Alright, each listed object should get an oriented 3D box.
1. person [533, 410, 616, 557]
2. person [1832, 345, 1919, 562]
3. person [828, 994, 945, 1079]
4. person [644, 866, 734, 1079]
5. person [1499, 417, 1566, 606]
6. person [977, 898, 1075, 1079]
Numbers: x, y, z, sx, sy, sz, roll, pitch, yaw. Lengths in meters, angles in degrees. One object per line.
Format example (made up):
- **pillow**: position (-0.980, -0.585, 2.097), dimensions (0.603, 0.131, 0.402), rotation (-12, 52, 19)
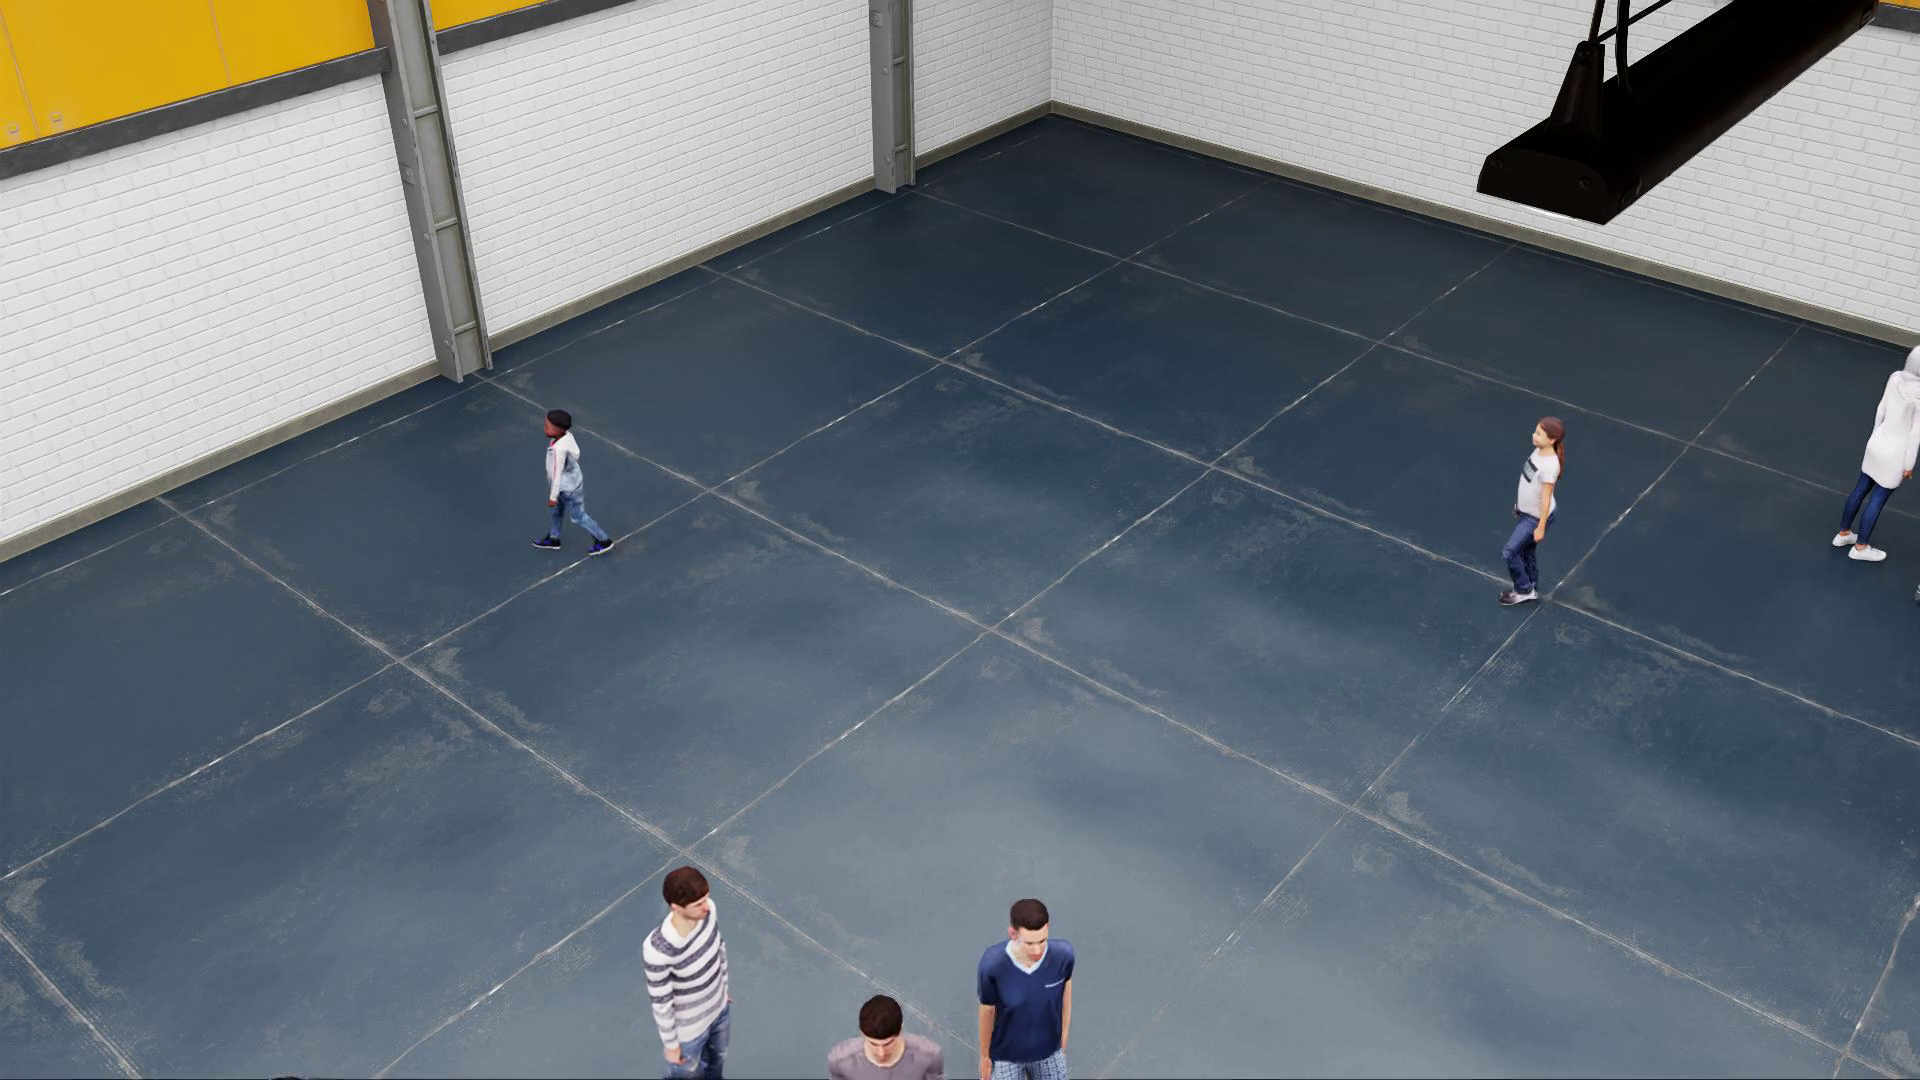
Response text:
- **person**: position (-2.945, -0.422, 12.663), dimensions (0.885, 1.248, 0.837), rotation (-3, 34, -4)
- **person**: position (7.014, -0.671, 12.561), dimensions (0.747, 1.775, 0.698), rotation (-5, 34, -7)
- **person**: position (-0.298, 2.641, 7.535), dimensions (1.100, 1.824, 1.144), rotation (-4, 34, -6)
- **person**: position (-1.306, 2.277, 8.063), dimensions (0.733, 1.846, 0.509), rotation (19, 38, 26)
- **person**: position (4.232, -0.195, 12.053), dimensions (0.743, 1.545, 0.678), rotation (2, 34, 2)
- **person**: position (0.286, 2.340, 7.975), dimensions (0.802, 1.837, 0.861), rotation (-5, 34, -7)
